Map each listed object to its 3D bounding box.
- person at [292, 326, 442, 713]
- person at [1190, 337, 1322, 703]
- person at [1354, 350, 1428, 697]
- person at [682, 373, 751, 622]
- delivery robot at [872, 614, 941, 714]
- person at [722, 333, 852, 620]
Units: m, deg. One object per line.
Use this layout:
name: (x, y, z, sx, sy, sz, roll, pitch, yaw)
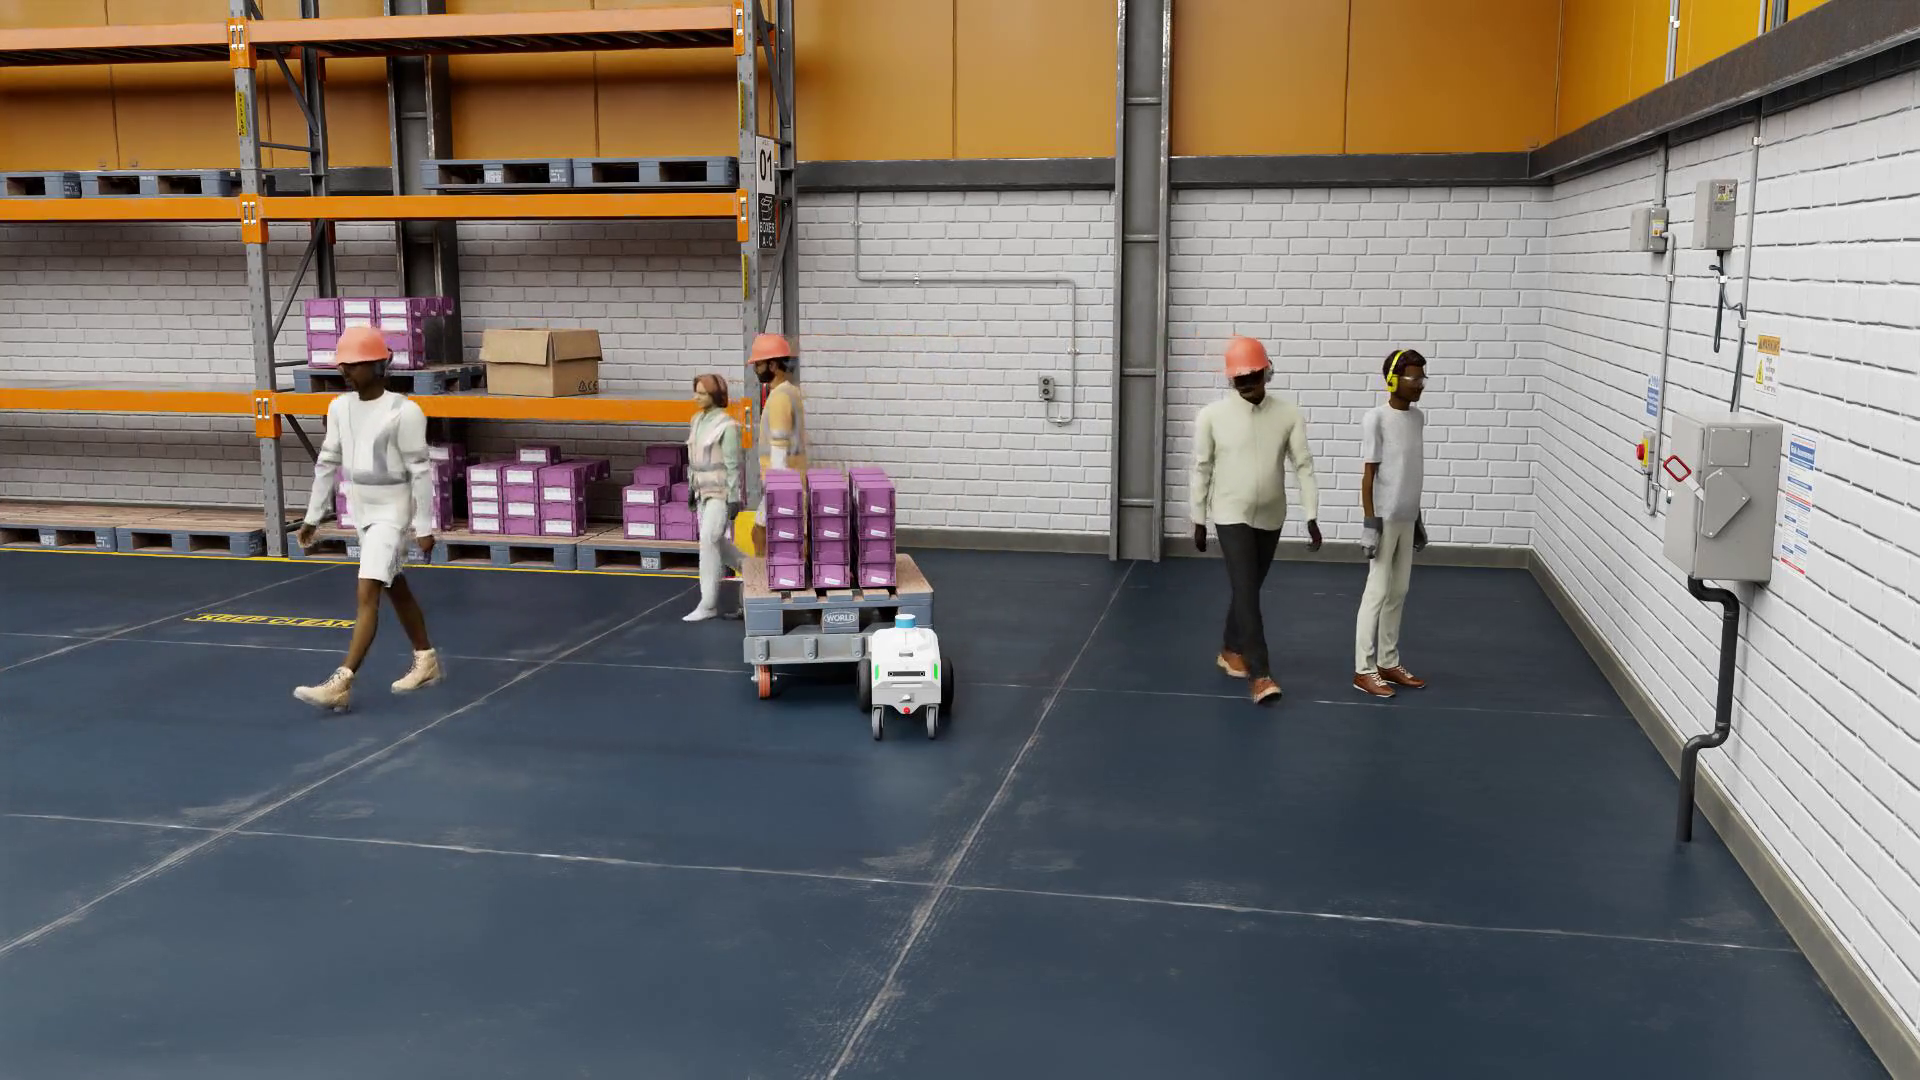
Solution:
person: (-3.137, -0.108, 8.691, 0.613, 1.989, 1.032, 6, 11, 33)
person: (1.591, -0.127, 8.977, 0.637, 1.930, 1.047, -2, 10, -10)
person: (2.362, -0.096, 9.009, 0.539, 1.866, 0.313, -8, 13, -41)
person: (-1.553, -0.295, 10.940, 0.663, 1.619, 0.516, -7, 11, -35)
delivery robot: (-0.274, 0.618, 8.368, 0.477, 0.478, 0.707, 0, 9, -3)
person: (-1.053, -0.386, 10.715, 0.948, 1.895, 0.574, 0, 9, -2)
